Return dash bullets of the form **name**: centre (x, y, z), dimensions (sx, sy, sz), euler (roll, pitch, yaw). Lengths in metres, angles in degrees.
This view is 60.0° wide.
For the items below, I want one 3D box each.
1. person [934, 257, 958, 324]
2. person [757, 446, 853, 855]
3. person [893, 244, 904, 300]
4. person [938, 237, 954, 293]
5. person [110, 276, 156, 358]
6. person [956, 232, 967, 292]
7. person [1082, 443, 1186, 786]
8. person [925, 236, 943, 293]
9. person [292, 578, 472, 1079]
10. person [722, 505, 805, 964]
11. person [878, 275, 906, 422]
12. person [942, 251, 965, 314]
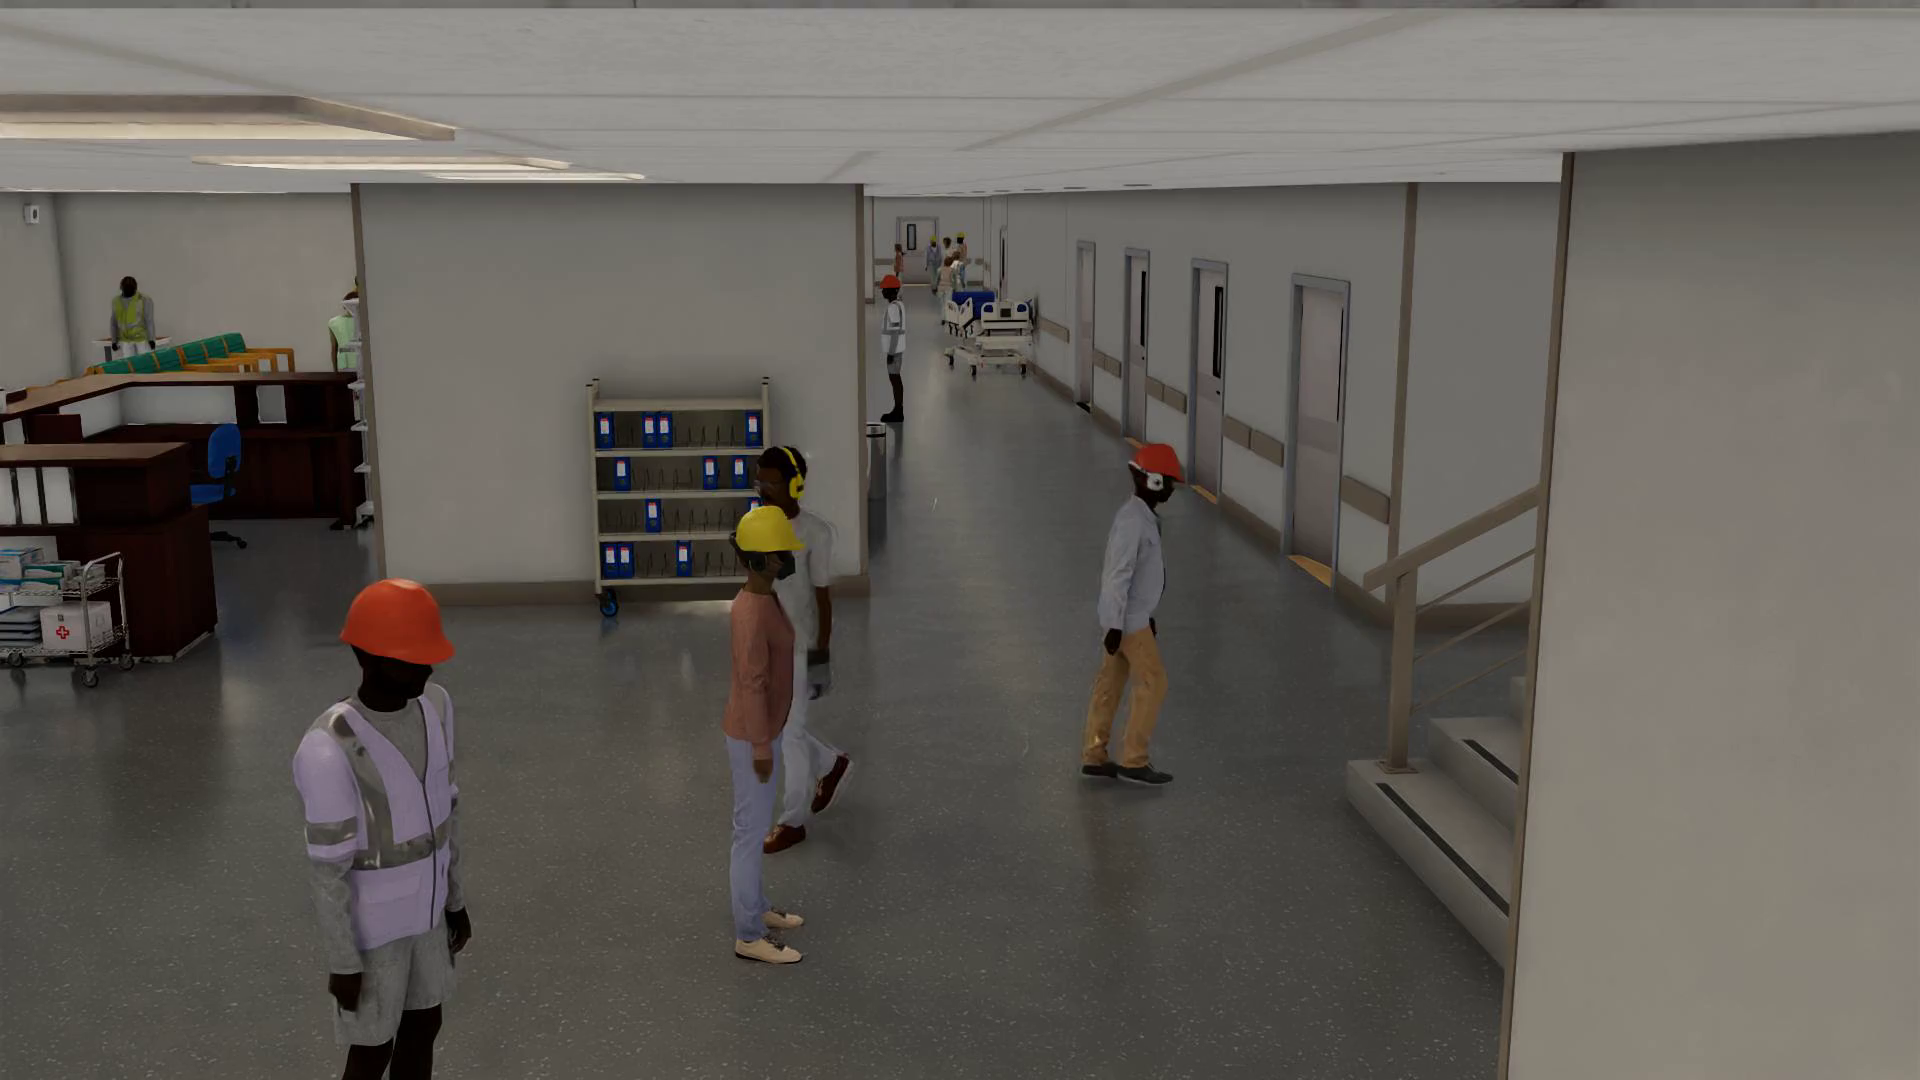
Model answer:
- **person**: centre (-0.354, -5.892, 39.266), dimensions (0.542, 1.589, 0.842), euler (4, 12, 19)
- **person**: centre (-0.725, 0.478, 7.511), dimensions (0.569, 1.854, 0.510), euler (-11, 16, -44)
- **person**: centre (-1.793, -7.817, 48.544), dimensions (0.308, 1.641, 0.515), euler (0, 12, 0)
- **person**: centre (-0.355, -7.208, 44.877), dimensions (0.453, 1.918, 0.650), euler (-2, 12, -8)
- **person**: centre (-11.947, -2.900, 24.078), dimensions (0.699, 1.828, 0.439), euler (1, 12, 4)
- **person**: centre (0.033, -8.490, 51.117), dimensions (0.362, 1.930, 0.588), euler (-4, 12, -17)
- **person**: centre (0.876, 0.374, 8.352), dimensions (0.555, 1.706, 0.572), euler (1, 12, 4)
- **person**: centre (-0.828, -8.701, 52.483), dimensions (0.589, 1.804, 0.855), euler (-3, 12, -14)
- **person**: centre (-1.540, 1.037, 4.607), dimensions (0.414, 1.921, 0.541), euler (4, 12, 20)
- **person**: centre (-0.749, 0.737, 6.438), dimensions (0.328, 1.769, 0.526), euler (0, 12, -1)
- **person**: centre (-0.902, -2.524, 21.949), dimensions (0.360, 1.936, 0.552), euler (1, 12, 4)
- **person**: centre (-0.126, -6.563, 42.474), dimensions (0.584, 1.605, 0.556), euler (6, 13, 27)
